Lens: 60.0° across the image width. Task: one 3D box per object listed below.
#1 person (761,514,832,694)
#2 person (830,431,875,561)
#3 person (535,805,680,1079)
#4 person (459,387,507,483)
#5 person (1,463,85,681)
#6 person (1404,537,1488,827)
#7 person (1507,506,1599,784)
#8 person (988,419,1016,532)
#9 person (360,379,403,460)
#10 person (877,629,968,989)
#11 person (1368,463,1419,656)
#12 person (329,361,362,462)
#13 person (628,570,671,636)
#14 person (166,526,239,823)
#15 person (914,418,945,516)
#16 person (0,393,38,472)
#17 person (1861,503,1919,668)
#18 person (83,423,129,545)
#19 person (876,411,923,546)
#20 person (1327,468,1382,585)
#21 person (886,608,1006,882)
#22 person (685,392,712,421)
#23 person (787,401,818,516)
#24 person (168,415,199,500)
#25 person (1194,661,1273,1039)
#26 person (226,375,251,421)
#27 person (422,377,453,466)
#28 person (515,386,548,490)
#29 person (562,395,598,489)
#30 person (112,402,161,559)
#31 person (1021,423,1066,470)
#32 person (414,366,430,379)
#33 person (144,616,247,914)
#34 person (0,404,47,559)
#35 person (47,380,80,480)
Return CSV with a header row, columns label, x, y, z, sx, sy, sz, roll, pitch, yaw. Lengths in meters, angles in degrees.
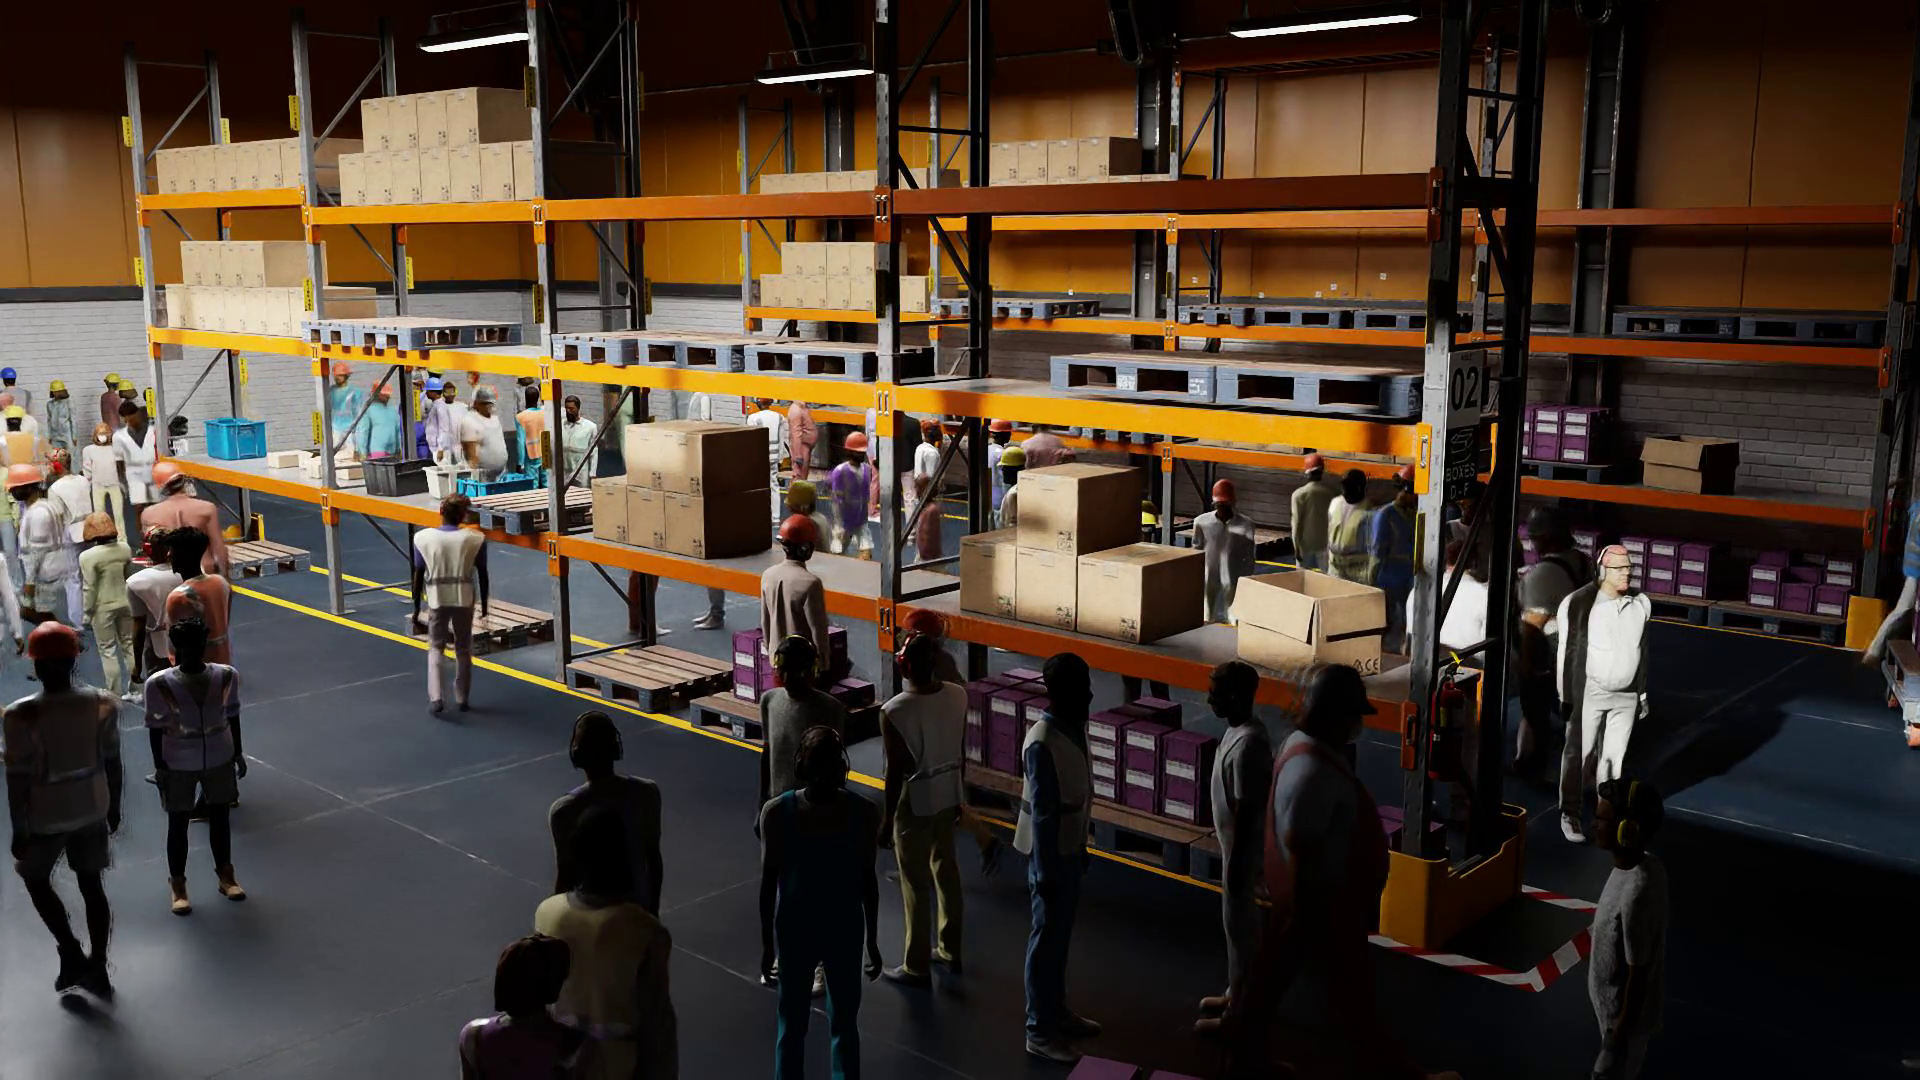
label,x,y,z,sx,sy,sz,roll,pitch,yaw
person,-1.084,0.816,11.208,0.609,1.995,0.375,9,14,42
person,-1.171,-0.213,17.356,0.556,1.888,0.995,-9,13,-40
person,-1.187,1.847,5.698,0.632,1.880,0.622,5,11,25
person,-6.209,-1.019,21.451,0.957,2.000,0.683,4,11,22
person,-7.997,0.282,14.440,0.458,1.917,0.538,-8,13,-37
person,3.233,0.922,10.906,0.399,1.896,0.655,-10,14,-44
person,4.120,0.736,11.532,0.712,2.000,0.686,-8,13,-37
person,0.439,-0.412,18.309,0.361,1.939,0.542,-5,11,-28
person,-8.111,-1.283,23.215,0.957,1.958,0.626,6,12,30
person,-0.178,1.371,8.488,0.387,1.845,0.565,10,14,44
person,3.588,0.362,13.732,0.638,2.009,0.482,-8,13,-37
person,-9.385,-1.700,25.322,0.633,2.032,0.421,3,10,17
person,-3.051,0.000,16.081,0.399,1.908,0.599,-8,13,-40
person,-5.011,0.875,10.956,0.367,1.966,0.606,1,10,3
person,-0.342,-0.416,18.536,0.472,1.878,0.610,-3,11,-17
person,-12.340,-0.975,21.649,0.646,1.880,0.670,-9,14,-43
person,8.541,0.307,14.681,0.965,1.795,0.620,6,12,30
person,-10.433,-0.620,20.349,0.500,1.633,0.284,-4,11,-23
person,-0.757,-0.918,21.007,0.611,1.996,0.378,2,10,11
person,3.494,0.267,14.781,0.435,1.829,0.641,-8,13,-40
person,-0.104,1.218,9.733,0.639,1.710,0.570,3,10,17
person,-3.930,-1.583,24.949,0.421,1.936,0.613,-6,12,-32
person,-2.153,-1.210,22.910,0.400,1.907,0.645,1,10,3
person,-9.855,-0.734,20.901,0.530,1.673,0.598,0,10,0
person,1.324,1.471,7.959,0.349,1.839,0.503,2,10,10
person,-12.014,-1.965,27.643,0.415,1.735,0.582,-3,10,-14
person,-7.313,-1.309,23.353,0.391,1.949,0.602,-4,11,-23
person,-5.646,-1.086,22.175,0.395,1.920,0.587,9,14,43
person,-4.839,-0.869,20.949,0.593,1.920,0.391,2,10,10
person,-9.963,-0.739,20.269,0.585,1.898,0.978,-5,11,-28
person,0.992,-0.545,19.188,0.625,1.905,0.964,-9,14,-42
person,-9.101,-2.153,28.191,0.421,1.936,0.662,1,10,4
person,-4.352,1.266,9.502,0.530,1.697,0.321,-8,13,-40
person,-11.202,-0.665,19.841,0.748,1.903,0.600,8,13,39
person,-13.795,-1.591,25.557,0.485,1.737,0.324,2,10,9
